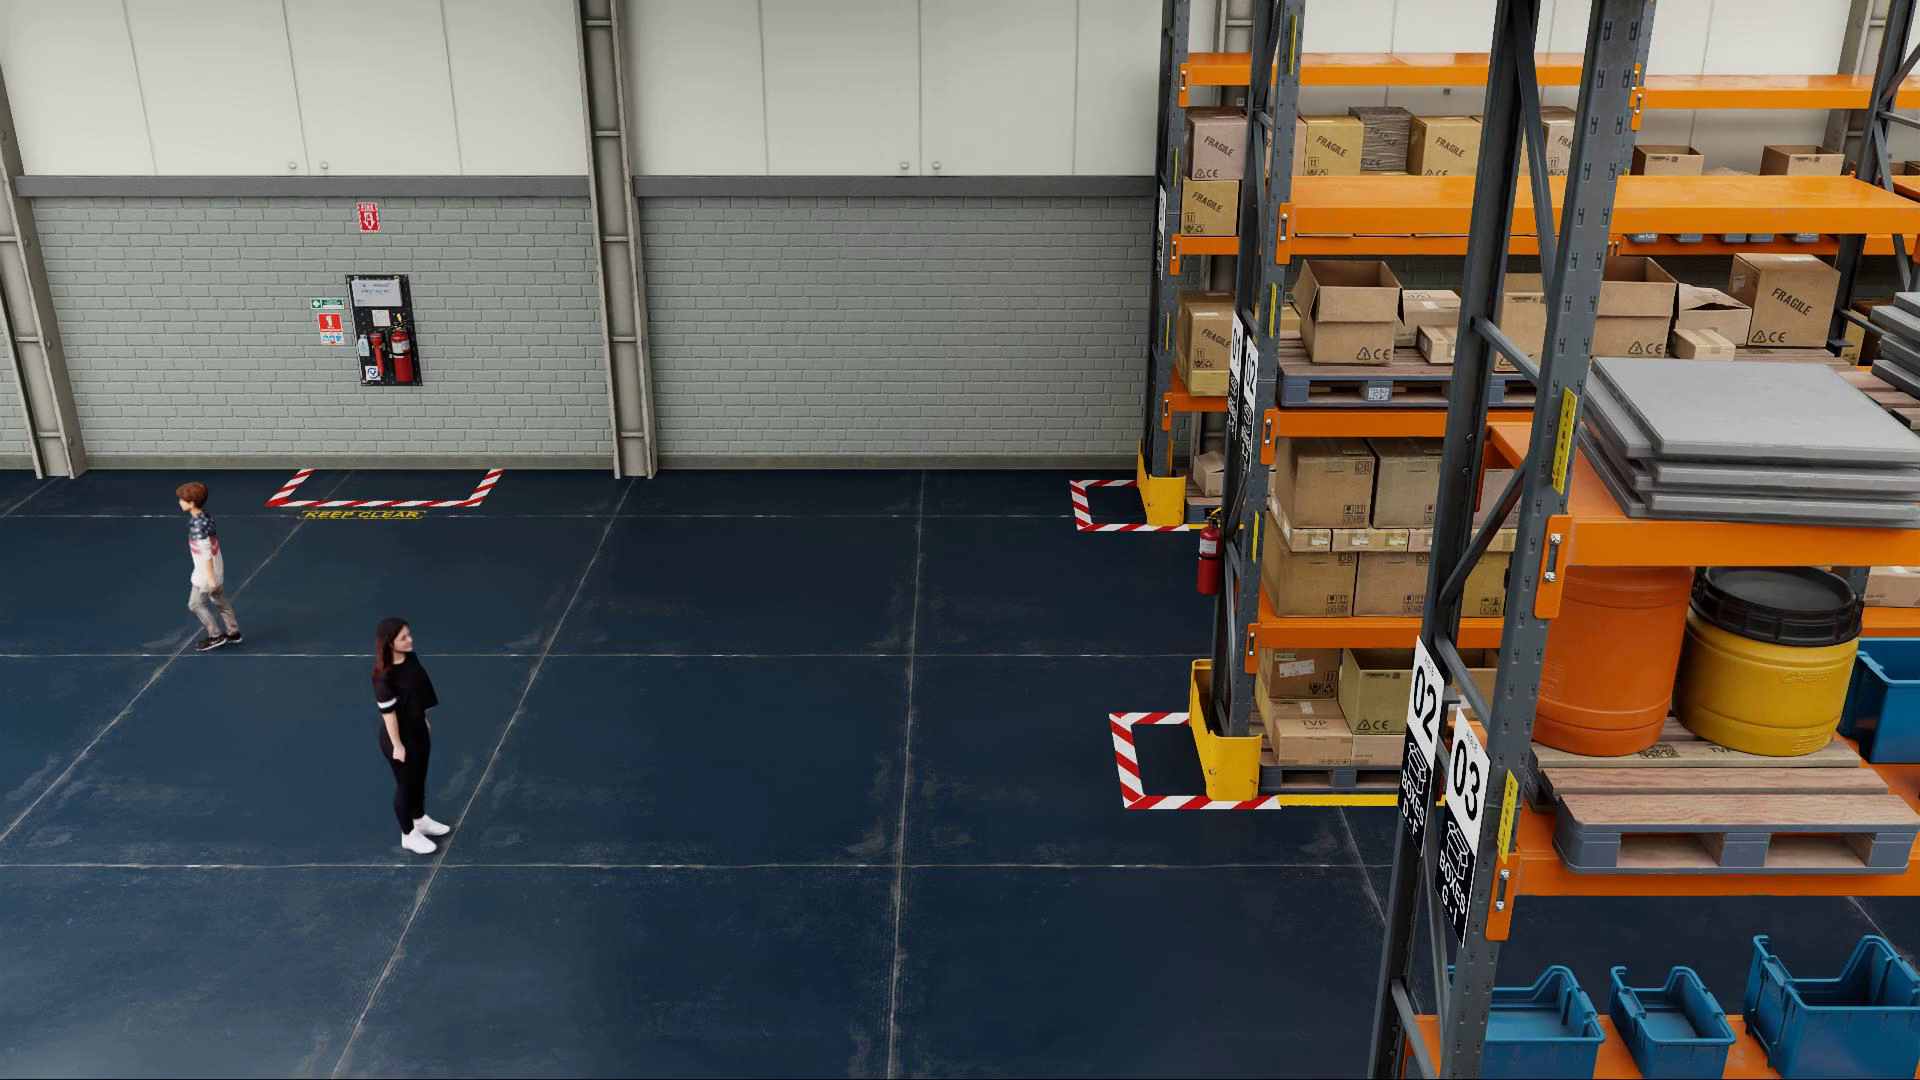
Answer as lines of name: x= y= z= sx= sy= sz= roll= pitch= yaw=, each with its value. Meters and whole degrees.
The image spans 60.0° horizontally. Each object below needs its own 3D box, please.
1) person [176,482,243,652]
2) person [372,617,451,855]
person: x=-6.005 y=0.209 z=13.429 sx=0.634 sy=1.427 sz=0.597 roll=-6 pitch=24 yaw=-14
person: x=-3.578 y=1.237 z=10.741 sx=0.615 sy=1.639 sz=0.634 roll=3 pitch=23 yaw=7
